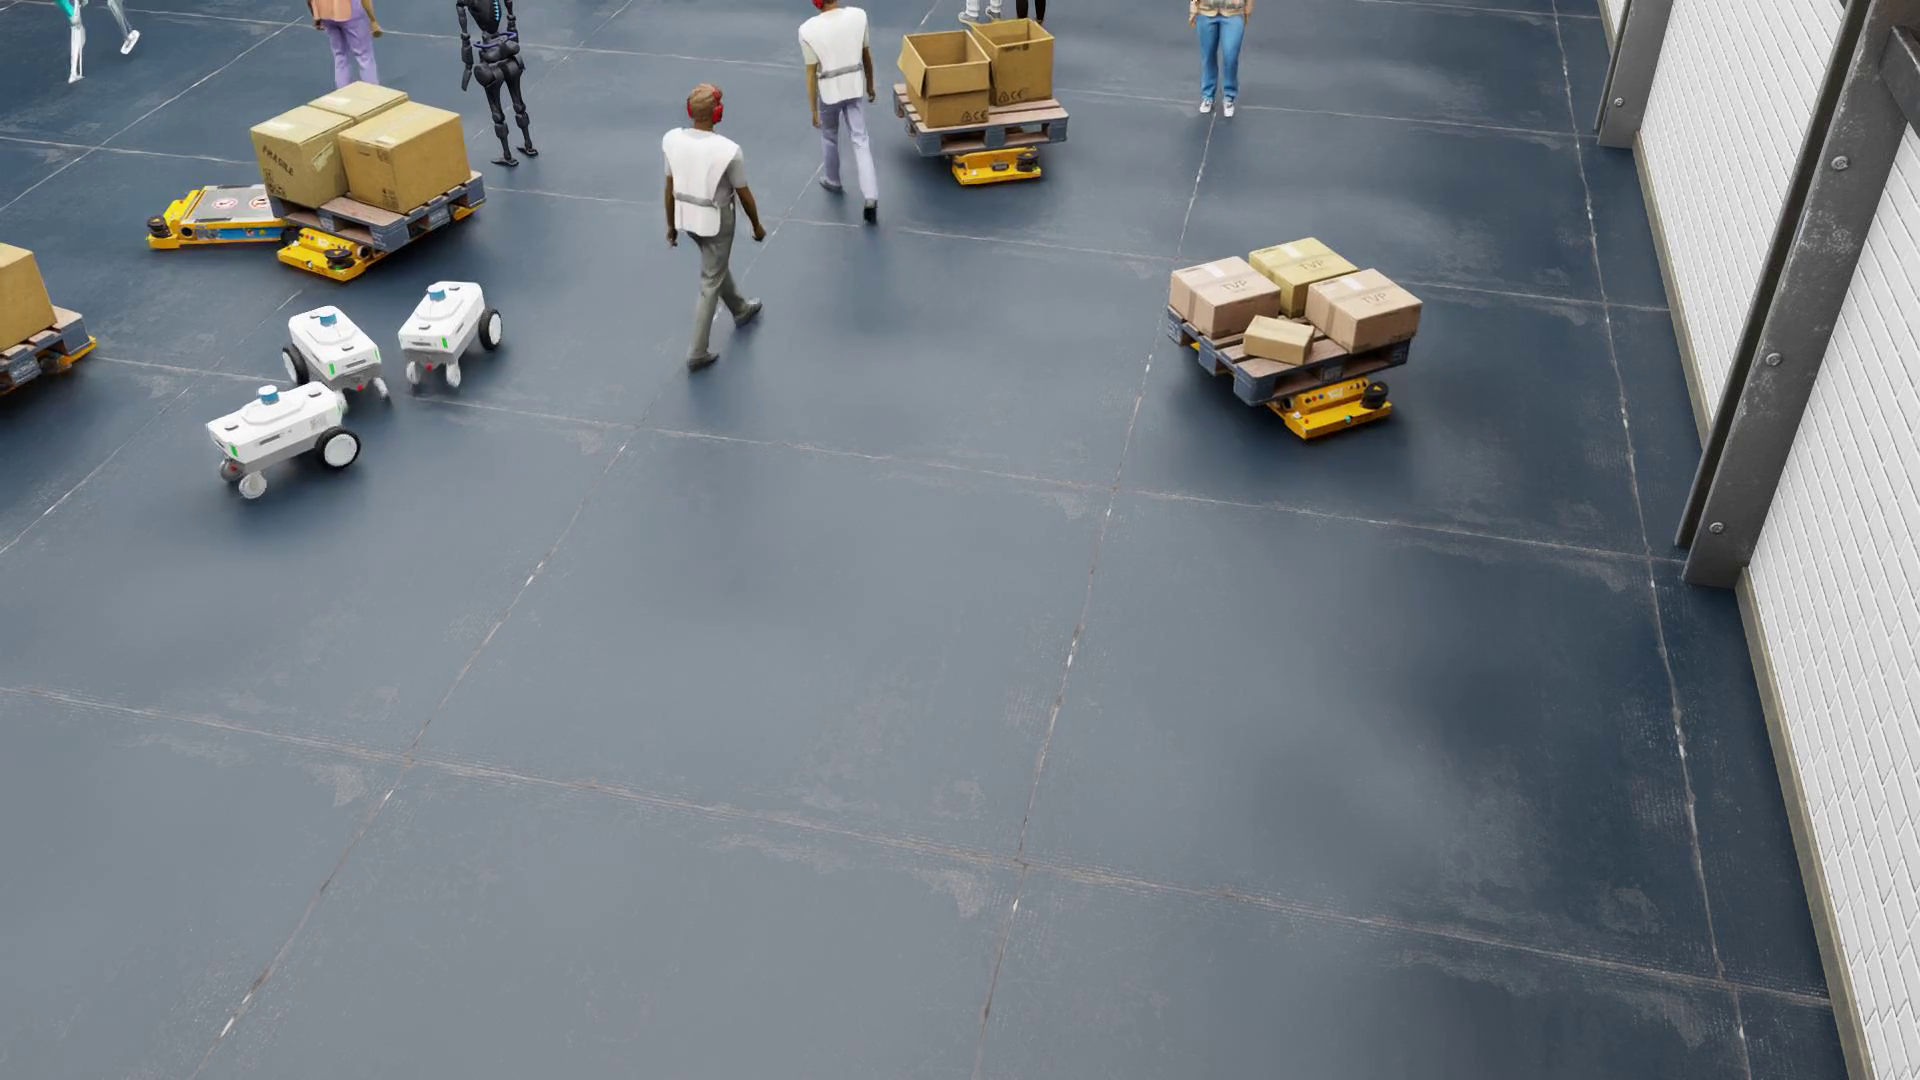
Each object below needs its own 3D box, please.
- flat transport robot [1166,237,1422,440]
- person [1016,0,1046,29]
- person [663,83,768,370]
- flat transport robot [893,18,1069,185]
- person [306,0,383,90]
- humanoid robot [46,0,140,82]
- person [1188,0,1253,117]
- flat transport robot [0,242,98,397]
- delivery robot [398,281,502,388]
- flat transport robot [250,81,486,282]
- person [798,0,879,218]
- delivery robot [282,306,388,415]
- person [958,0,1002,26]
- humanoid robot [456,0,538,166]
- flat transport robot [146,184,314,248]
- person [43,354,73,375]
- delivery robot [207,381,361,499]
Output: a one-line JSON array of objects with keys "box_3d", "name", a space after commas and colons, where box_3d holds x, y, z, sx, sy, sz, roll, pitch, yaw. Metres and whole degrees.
[{"box_3d": [2.085, -1.140, 10.744, 0.659, 0.231, 1.431, -16, 40, -21], "name": "flat transport robot"}, {"box_3d": [0.620, -5.464, 15.336, 0.531, 1.698, 0.319, -28, 45, -32], "name": "person"}, {"box_3d": [-1.579, -2.029, 10.657, 0.568, 1.793, 0.938, 20, 41, 25], "name": "person"}, {"box_3d": [0.142, -3.298, 13.632, 0.659, 0.231, 1.431, -9, 38, -12], "name": "flat transport robot"}, {"box_3d": [-5.074, -4.299, 13.675, 0.599, 1.841, 0.402, 8, 38, 11], "name": "person"}, {"box_3d": [-7.799, -5.013, 14.771, 0.533, 1.782, 1.058, 10, 38, 13], "name": "humanoid robot"}, {"box_3d": [2.169, -4.384, 13.875, 0.506, 1.716, 0.506, 9, 38, 12], "name": "person"}, {"box_3d": [-6.343, -1.058, 10.634, 0.659, 0.231, 1.431, 16, 40, 21], "name": "flat transport robot"}, {"box_3d": [-3.355, -1.387, 10.820, 0.499, 0.576, 0.768, 4, 37, 5], "name": "delivery robot"}, {"box_3d": [-4.302, -2.358, 12.374, 0.659, 0.231, 1.431, 19, 41, 23], "name": "flat transport robot"}, {"box_3d": [-0.868, -3.302, 12.366, 0.612, 1.786, 0.939, -17, 40, -21], "name": "person"}, {"box_3d": [-3.973, -1.188, 10.586, 0.499, 0.614, 0.815, -26, 44, -30], "name": "delivery robot"}, {"box_3d": [0.206, -5.797, 15.632, 0.573, 1.879, 0.356, -17, 40, -21], "name": "person"}, {"box_3d": [-3.672, -3.789, 13.101, 0.315, 1.657, 0.599, 23, 43, 28], "name": "humanoid robot"}, {"box_3d": [-5.264, -2.433, 12.475, 1.431, 0.231, 0.659, -3, 37, -3], "name": "flat transport robot"}, {"box_3d": [-6.138, -1.732, 10.333, 0.844, 1.697, 0.464, 7, 37, 9], "name": "person"}, {"box_3d": [-4.012, -0.643, 9.830, 0.773, 0.582, 0.499, -30, 46, -34], "name": "delivery robot"}]
